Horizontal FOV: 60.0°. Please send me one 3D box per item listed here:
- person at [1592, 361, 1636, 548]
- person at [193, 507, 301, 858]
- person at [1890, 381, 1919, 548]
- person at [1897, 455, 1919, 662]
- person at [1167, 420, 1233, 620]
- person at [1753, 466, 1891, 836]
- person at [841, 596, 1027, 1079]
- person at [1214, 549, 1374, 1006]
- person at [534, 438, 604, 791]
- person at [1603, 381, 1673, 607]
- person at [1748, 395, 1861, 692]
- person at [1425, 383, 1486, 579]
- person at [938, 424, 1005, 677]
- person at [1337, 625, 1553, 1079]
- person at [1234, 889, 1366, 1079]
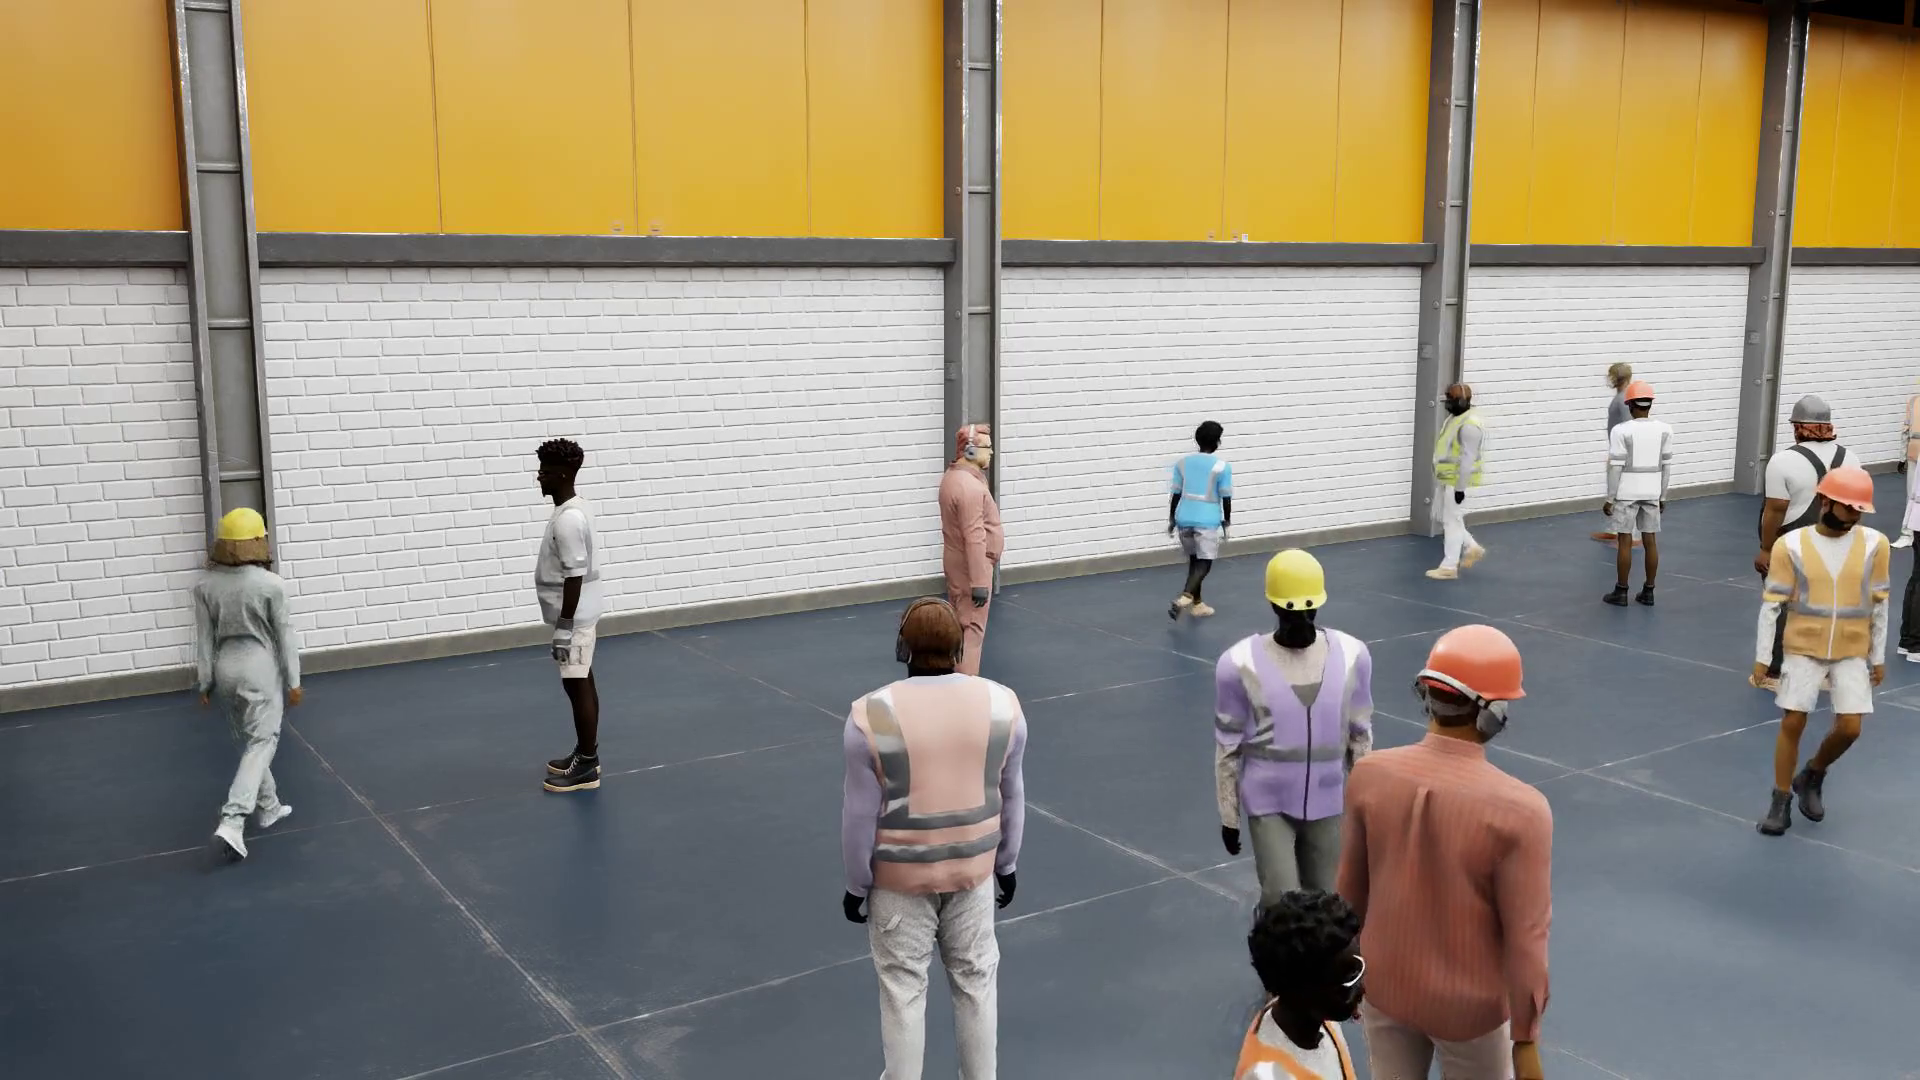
[{"bbox_3d":[6.830,-0.887,17.194,0.384,1.933,0.643,3,10,18],"label":"person"},{"bbox_3d":[-3.584,0.695,8.321,0.493,1.714,0.831,1,9,6],"label":"person"},{"bbox_3d":[9.837,-0.834,16.906,0.380,1.917,0.586,-6,11,-33],"label":"person"},{"bbox_3d":[7.144,-0.055,12.214,0.371,1.914,0.597,3,10,18],"label":"person"},{"bbox_3d":[1.900,-0.135,13.454,0.565,1.659,0.730,8,12,39],"label":"person"},{"bbox_3d":[4.374,0.565,8.468,0.632,1.914,0.417,3,10,19],"label":"person"},{"bbox_3d":[-0.097,1.094,5.514,0.634,1.842,0.429,-3,10,-20],"label":"person"},{"bbox_3d":[1.219,0.945,6.260,0.599,1.896,0.725,-2,10,-9],"label":"person"},{"bbox_3d":[-2.174,0.409,9.261,0.366,1.967,0.603,-1,9,-7],"label":"person"},{"bbox_3d":[5.765,-0.391,14.201,0.543,1.928,0.372,-1,9,-4],"label":"person"},{"bbox_3d":[5.737,0.018,11.397,0.689,2.000,0.537,-2,10,-11],"label":"person"},{"bbox_3d":[4.605,-0.540,15.380,0.487,1.830,0.652,0,9,3],"label":"person"},{"bbox_3d":[0.084,0.209,10.652,0.409,1.905,0.652,-2,10,-11],"label":"person"},{"bbox_3d":[1.294,1.199,4.462,0.444,1.975,0.656,-9,13,-42],"label":"person"},{"bbox_3d":[0.623,1.513,3.470,0.606,1.674,0.538,3,10,18],"label":"person"}]
